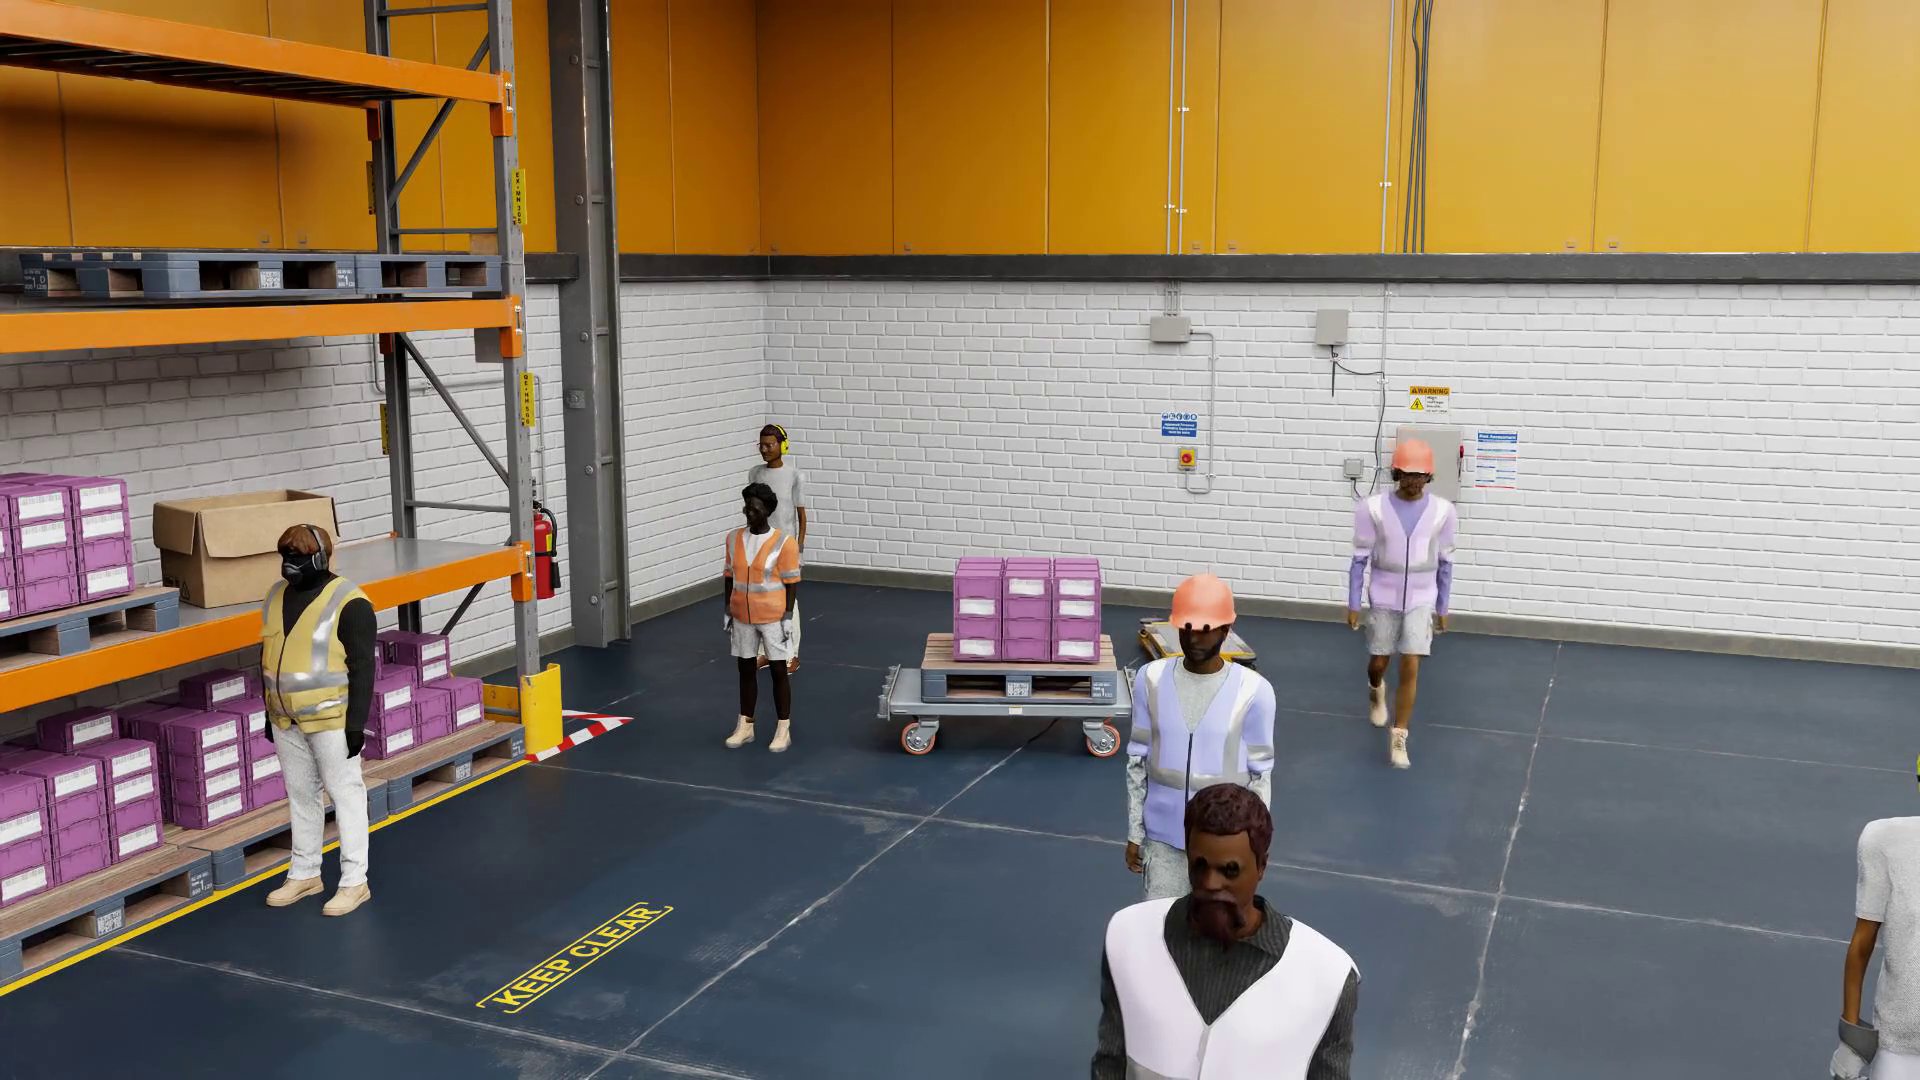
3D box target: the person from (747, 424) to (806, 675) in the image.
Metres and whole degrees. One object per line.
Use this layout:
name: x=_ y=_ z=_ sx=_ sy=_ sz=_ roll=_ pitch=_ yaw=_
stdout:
person: x=-1.387 y=0.068 z=12.390 sx=0.513 sy=1.872 sz=0.328 roll=4 pitch=10 yaw=22

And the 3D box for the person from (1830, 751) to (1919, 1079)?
person: x=2.627 y=1.377 z=4.456 sx=0.513 sy=1.872 sz=0.328 roll=4 pitch=10 yaw=22

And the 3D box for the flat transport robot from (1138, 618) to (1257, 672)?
flat transport robot: x=1.789 y=0.824 z=12.640 sx=0.652 sy=0.197 sz=1.431 roll=0 pitch=9 yaw=-3

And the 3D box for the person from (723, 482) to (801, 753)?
person: x=-1.252 y=0.480 z=10.412 sx=0.535 sy=1.699 sz=0.318 roll=4 pitch=10 yaw=22

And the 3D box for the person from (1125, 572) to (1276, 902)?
person: x=0.865 y=1.070 z=6.105 sx=0.545 sy=1.941 sz=0.351 roll=4 pitch=10 yaw=22

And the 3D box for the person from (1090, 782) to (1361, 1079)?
person: x=0.577 y=1.468 z=3.754 sx=0.593 sy=1.922 sz=0.392 roll=4 pitch=10 yaw=22

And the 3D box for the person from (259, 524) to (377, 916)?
person: x=-3.035 y=0.836 z=7.820 sx=0.627 sy=1.844 sz=0.429 roll=4 pitch=10 yaw=22

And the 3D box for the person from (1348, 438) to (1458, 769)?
person: x=2.734 y=0.348 z=10.342 sx=0.638 sy=2.009 sz=0.867 roll=2 pitch=9 yaw=9
